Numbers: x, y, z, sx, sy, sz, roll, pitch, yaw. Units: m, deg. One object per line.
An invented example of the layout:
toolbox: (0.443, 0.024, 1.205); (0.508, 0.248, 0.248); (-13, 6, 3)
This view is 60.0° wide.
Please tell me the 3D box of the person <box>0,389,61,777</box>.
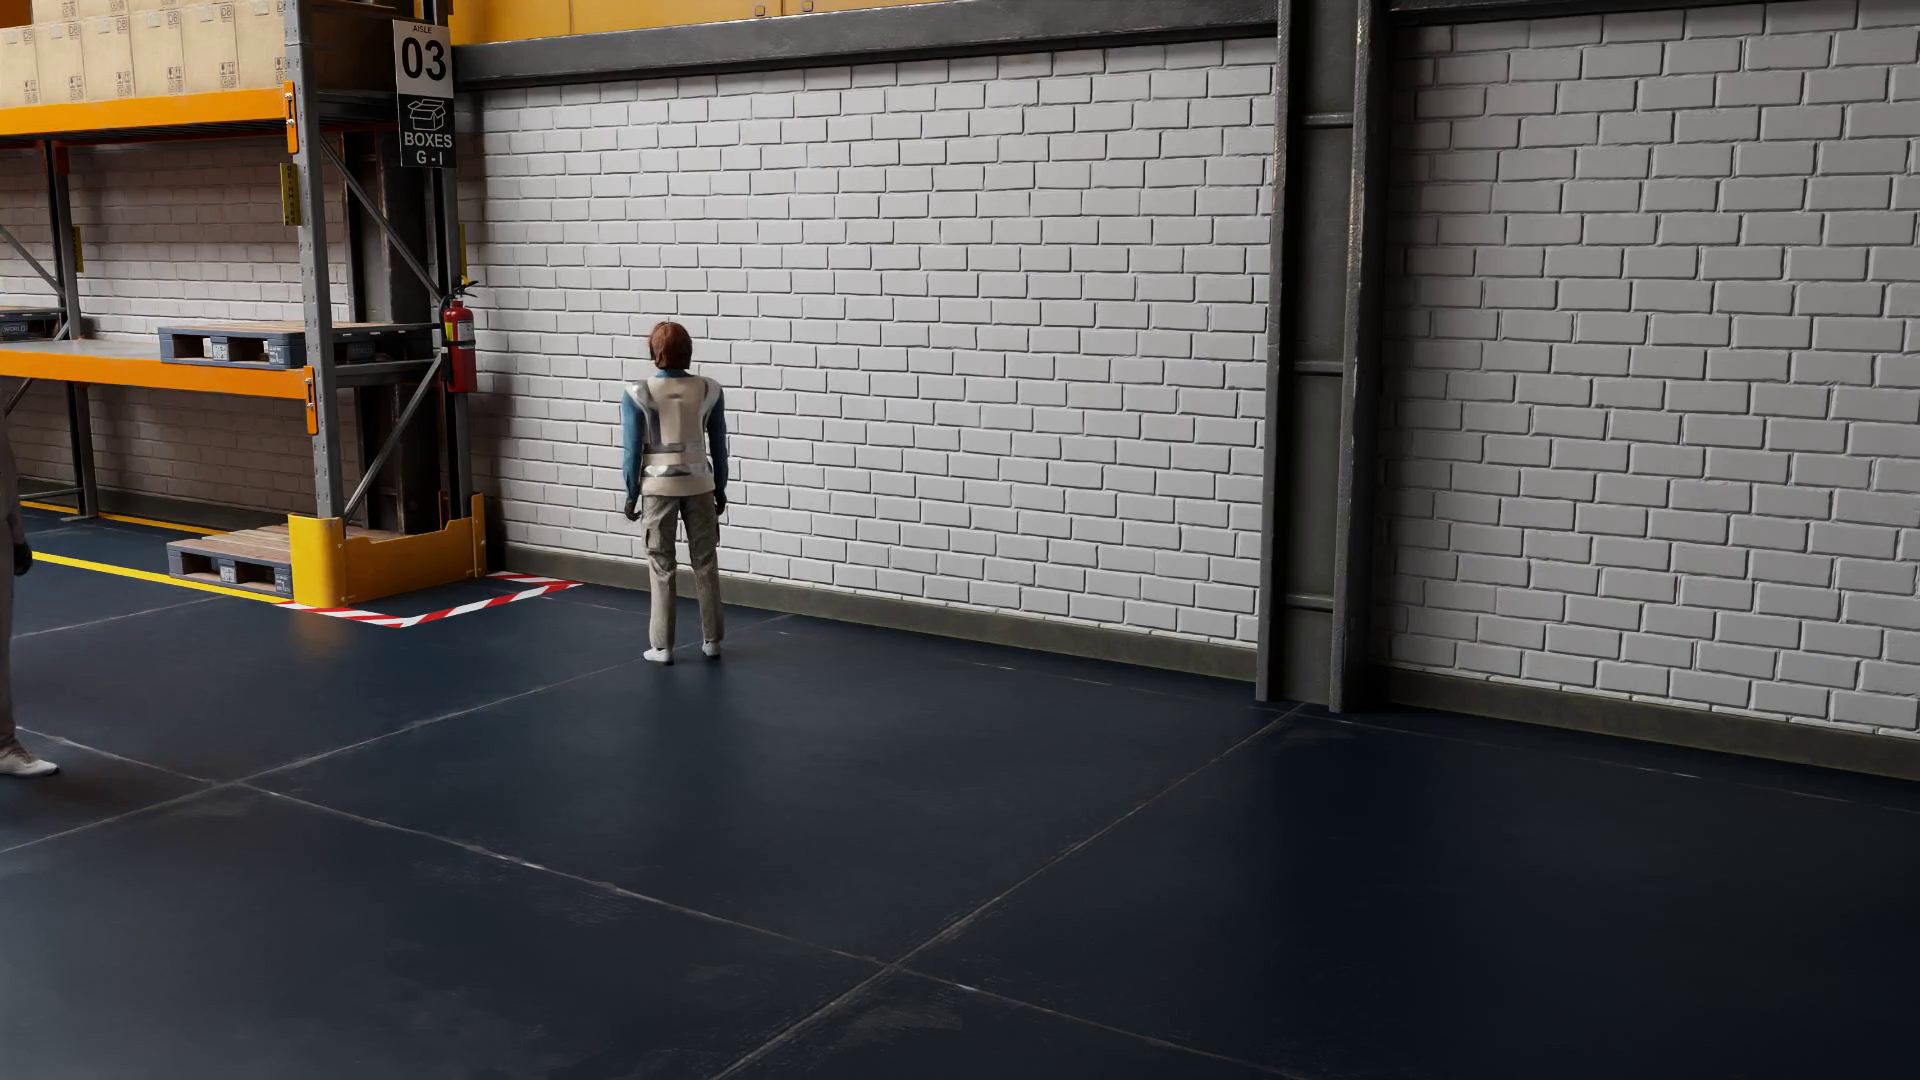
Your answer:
person: (-3.618, 0.008, 5.998); (0.400, 1.896, 0.650); (1, 10, 7)

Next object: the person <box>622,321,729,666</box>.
person: (-1.352, -0.217, 7.947); (0.523, 1.638, 0.310); (-5, 11, -26)
